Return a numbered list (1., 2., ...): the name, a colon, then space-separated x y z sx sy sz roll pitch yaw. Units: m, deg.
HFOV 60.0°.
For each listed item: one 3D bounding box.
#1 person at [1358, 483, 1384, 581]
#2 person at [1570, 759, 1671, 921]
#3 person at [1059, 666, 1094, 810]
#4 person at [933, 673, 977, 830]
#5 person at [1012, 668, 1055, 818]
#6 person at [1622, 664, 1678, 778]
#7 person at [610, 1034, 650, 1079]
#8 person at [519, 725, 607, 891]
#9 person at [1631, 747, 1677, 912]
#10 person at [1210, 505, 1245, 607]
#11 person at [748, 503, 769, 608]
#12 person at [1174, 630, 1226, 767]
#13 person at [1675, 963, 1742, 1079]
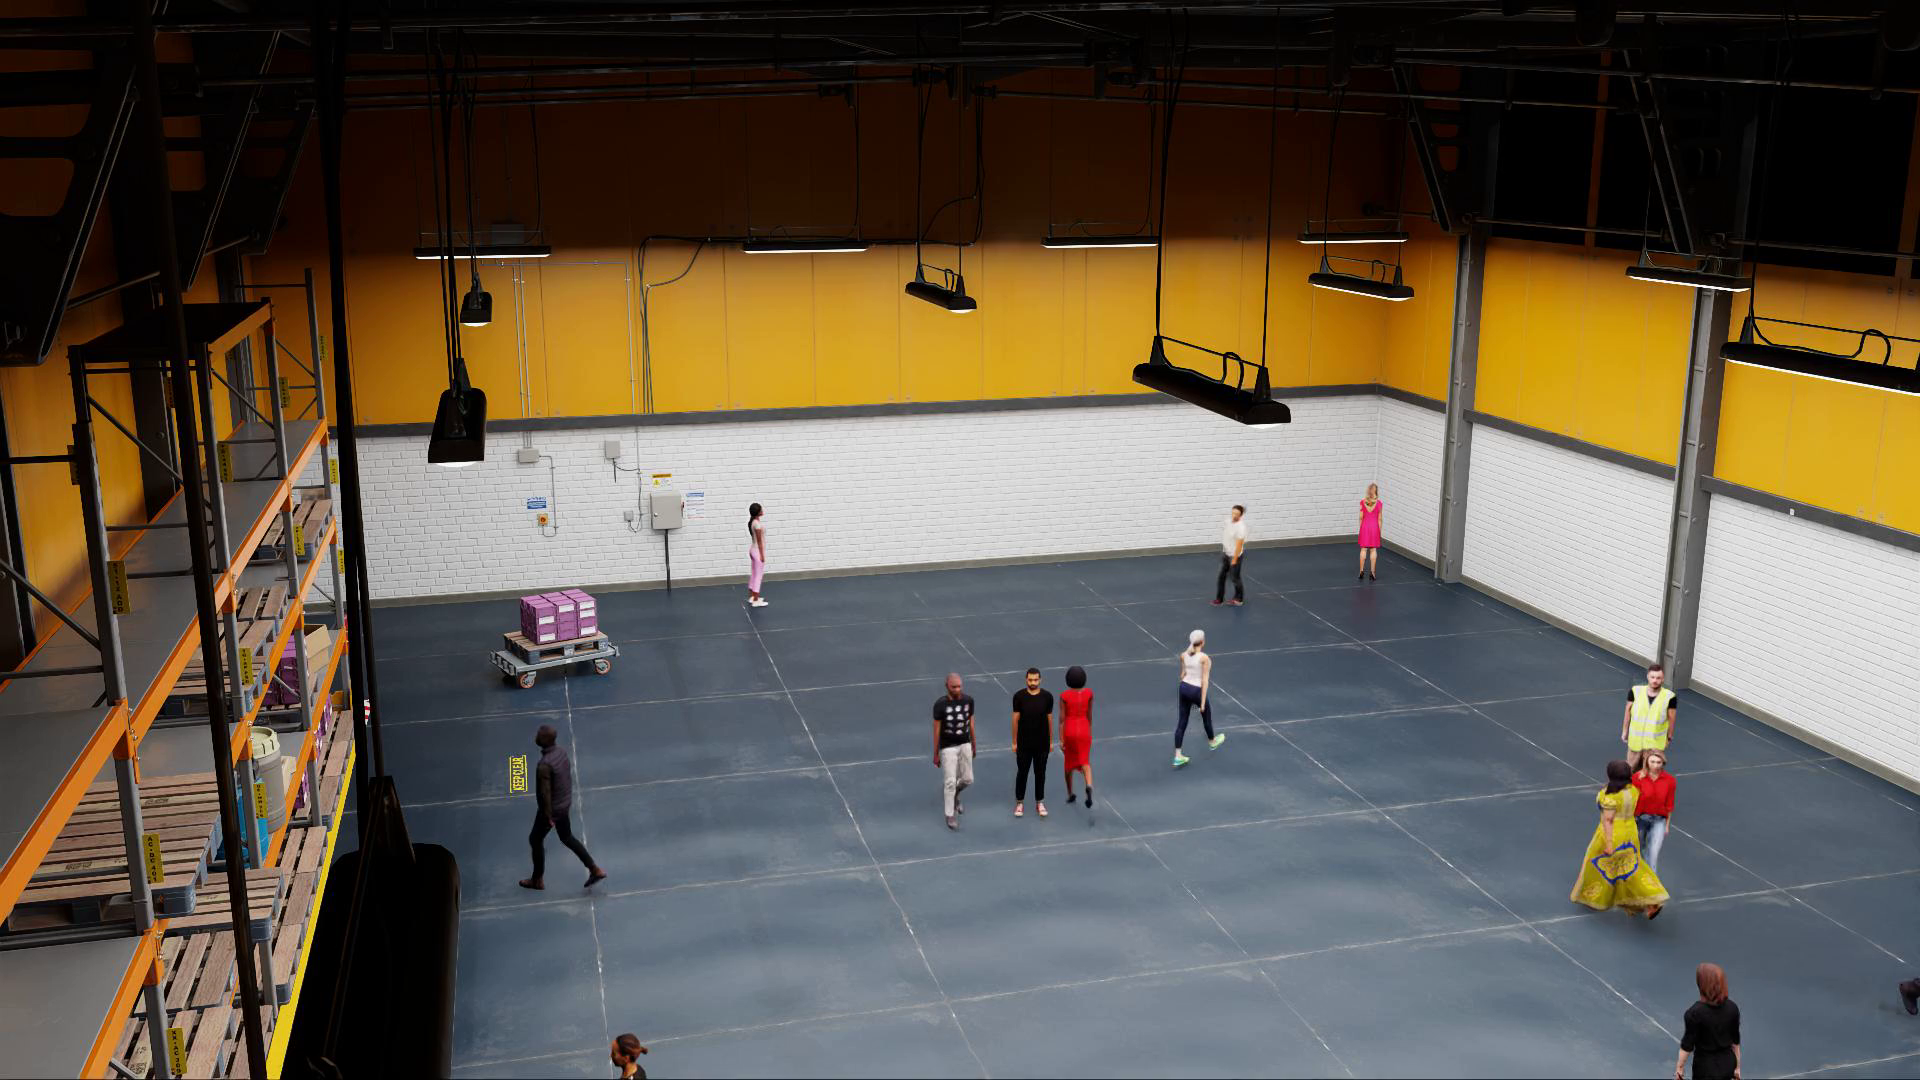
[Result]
1. person: 7.209 -0.158 29.262 0.662 1.728 0.712 7 15 25
2. person: 6.559 3.001 16.432 0.884 1.627 1.163 -7 15 -26
3. person: 1.370 2.303 19.103 0.580 1.725 0.917 -4 14 -14
4. person: -0.089 2.337 18.825 0.718 1.790 0.794 -5 15 -21
5. person: 0.834 2.298 19.057 0.664 1.757 0.590 -1 14 -5
6. person: 7.845 2.277 19.006 1.126 1.822 1.171 8 16 30
7. person: -2.229 4.176 11.498 0.663 1.665 0.464 -2 14 -10
8. person: -4.075 2.766 17.034 1.125 1.799 1.221 3 14 14
9. person: 6.984 2.879 16.899 1.030 1.644 1.234 4 14 16
10. person: 4.539 0.253 27.517 0.968 1.750 0.972 -6 15 -25
11. person: -3.371 0.233 27.627 0.646 1.738 0.494 -5 15 -21
12. person: 2.822 1.988 20.561 1.180 1.652 1.116 12 18 40
13. person: 5.605 3.989 12.266 0.602 1.667 0.890 -4 14 -16
